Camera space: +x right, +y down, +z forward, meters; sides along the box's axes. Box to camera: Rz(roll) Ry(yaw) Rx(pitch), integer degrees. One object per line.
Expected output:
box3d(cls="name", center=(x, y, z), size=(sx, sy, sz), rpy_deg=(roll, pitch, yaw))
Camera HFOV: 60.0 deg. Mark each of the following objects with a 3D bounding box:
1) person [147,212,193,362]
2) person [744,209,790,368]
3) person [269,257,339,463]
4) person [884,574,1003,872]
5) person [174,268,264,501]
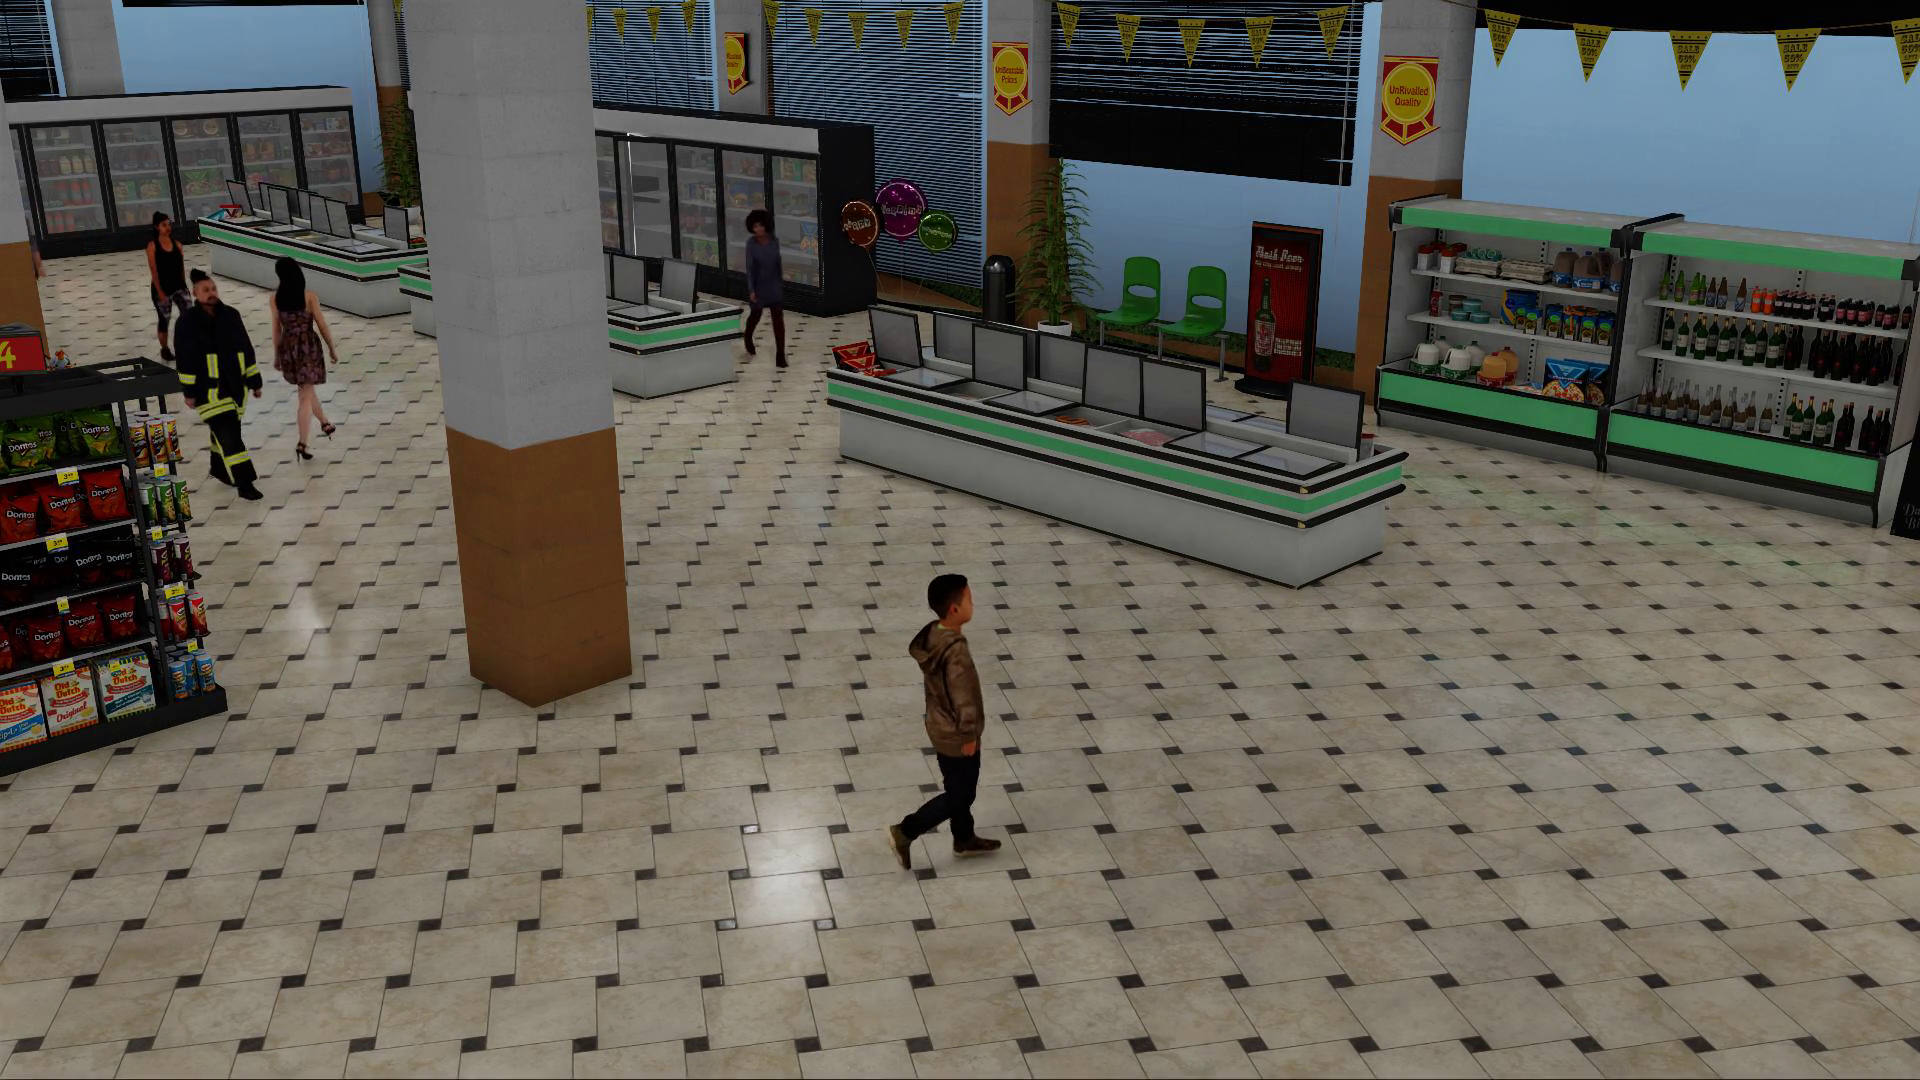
box3d(cls="person", center=(-8.613, -2.701, 18.015), size=(1.102, 1.621, 0.672), rpy_deg=(14, 23, 36))
box3d(cls="person", center=(-2.157, -2.702, 17.934), size=(0.797, 1.675, 1.197), rpy_deg=(-11, 22, -30))
box3d(cls="person", center=(-5.711, -1.518, 14.339), size=(1.073, 1.729, 1.163), rpy_deg=(-1, 19, -2))
box3d(cls="person", center=(-0.091, 0.870, 7.702), size=(0.862, 1.444, 0.878), rpy_deg=(-6, 20, -17))
box3d(cls="person", center=(-6.006, -1.255, 13.425), size=(1.175, 1.815, 0.880), rpy_deg=(13, 23, 34))
